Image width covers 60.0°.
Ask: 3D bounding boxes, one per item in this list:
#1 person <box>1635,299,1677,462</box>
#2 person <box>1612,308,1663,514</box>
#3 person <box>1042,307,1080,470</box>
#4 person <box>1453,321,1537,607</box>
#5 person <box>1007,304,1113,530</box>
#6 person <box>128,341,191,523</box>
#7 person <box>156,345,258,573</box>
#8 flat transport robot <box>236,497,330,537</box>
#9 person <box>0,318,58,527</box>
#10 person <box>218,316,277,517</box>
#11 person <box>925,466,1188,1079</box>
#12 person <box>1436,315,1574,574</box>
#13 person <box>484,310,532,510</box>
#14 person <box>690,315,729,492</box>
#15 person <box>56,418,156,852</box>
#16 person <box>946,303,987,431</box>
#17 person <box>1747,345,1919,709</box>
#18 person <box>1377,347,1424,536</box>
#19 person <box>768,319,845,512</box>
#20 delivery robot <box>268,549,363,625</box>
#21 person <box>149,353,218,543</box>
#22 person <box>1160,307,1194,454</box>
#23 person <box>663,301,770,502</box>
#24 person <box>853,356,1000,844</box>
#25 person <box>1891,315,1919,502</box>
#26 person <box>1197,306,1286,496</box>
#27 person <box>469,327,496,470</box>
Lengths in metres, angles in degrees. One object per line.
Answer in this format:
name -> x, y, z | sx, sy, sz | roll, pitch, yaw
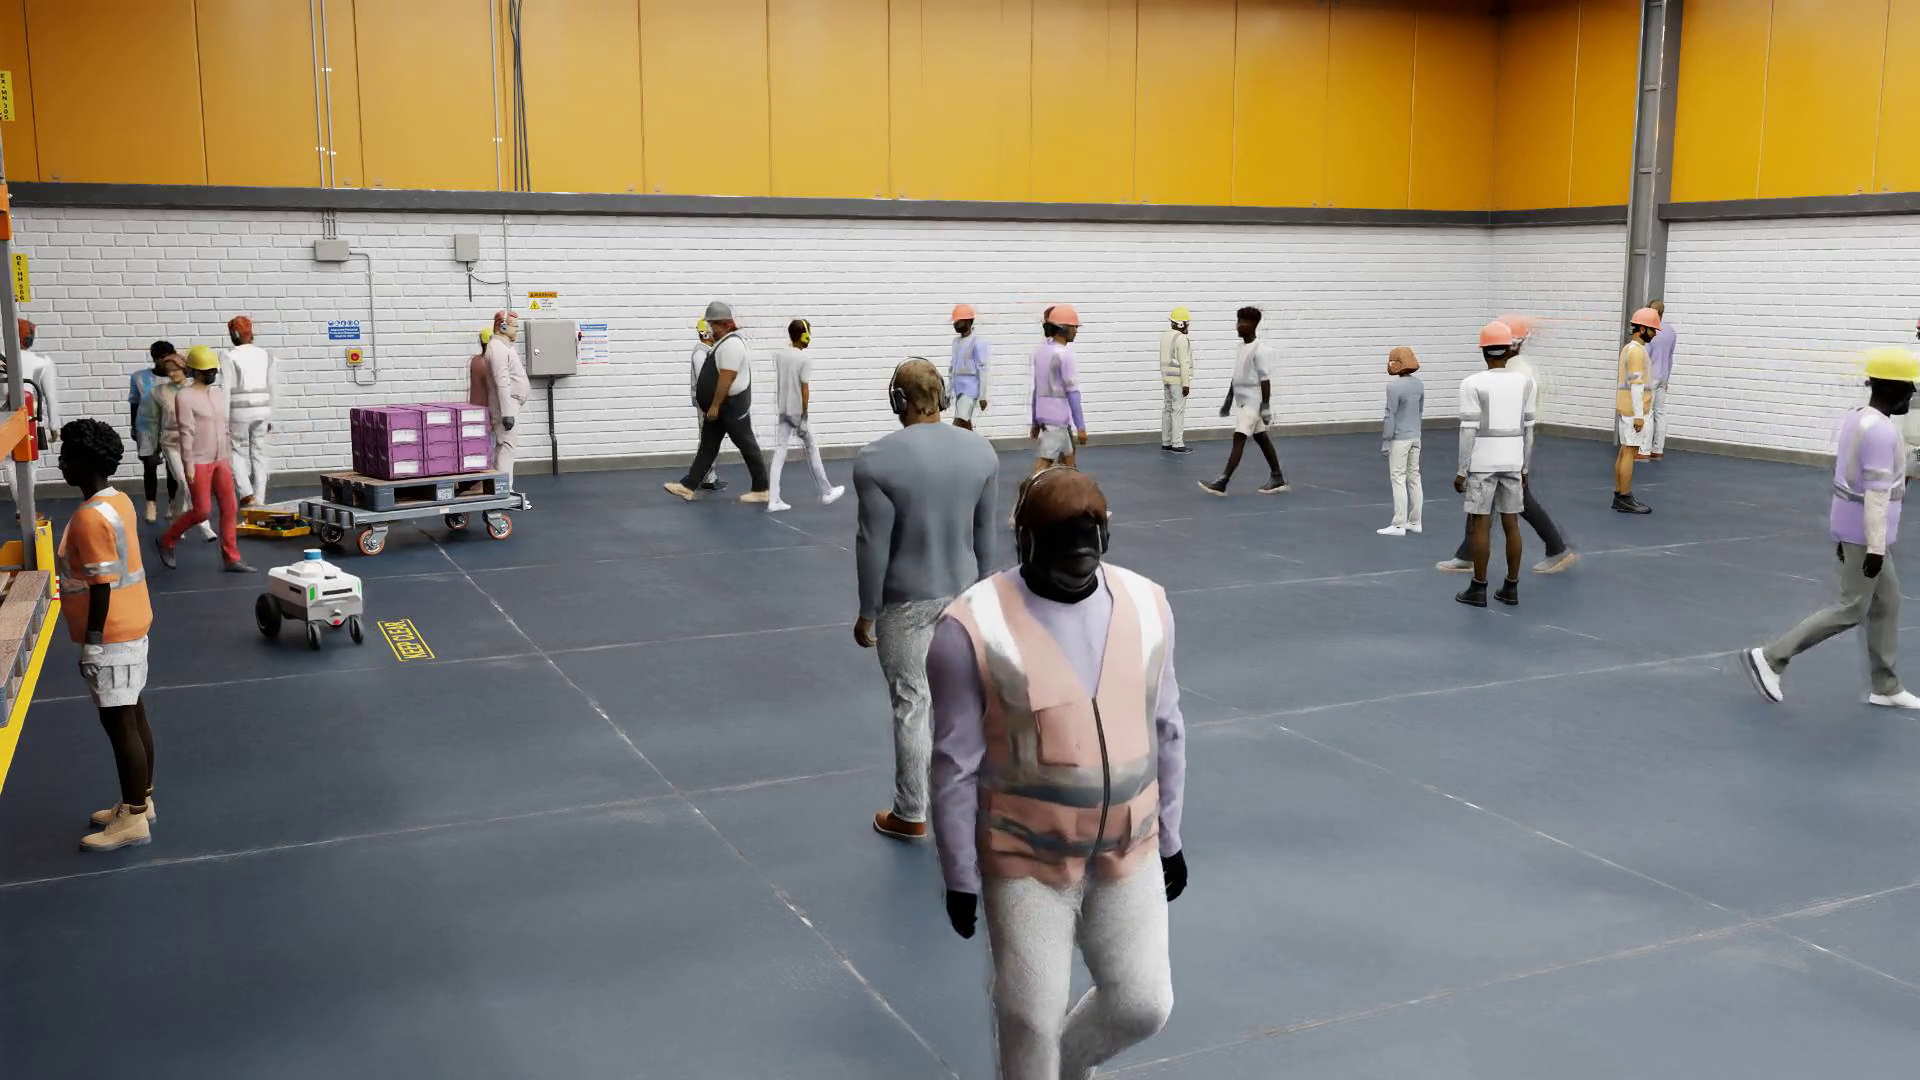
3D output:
person -> 8.249, -1.894, 19.851 | 0.636, 1.938, 0.358 | -6, 11, -32
person -> 6.379, -1.216, 15.674 | 0.367, 1.930, 0.542 | 2, 9, 13
person -> 1.058, -1.501, 17.547 | 0.406, 1.905, 0.608 | 2, 9, 14
person -> 3.604, -0.510, 11.276 | 0.547, 1.934, 0.376 | -2, 9, -10
person -> 0.860, -1.069, 14.599 | 1.072, 1.987, 0.635 | -3, 10, -20
person -> -7.213, -0.979, 15.049 | 0.555, 1.643, 0.652 | -4, 10, -23
person -> -5.678, -0.586, 12.370 | 0.601, 1.733, 0.567 | 2, 9, 15
flat transport robot -> -5.685, -0.233, 14.703 | 0.652, 0.197, 1.431 | 4, 10, 24
person -> -8.400, -1.041, 14.835 | 0.653, 1.853, 0.670 | -4, 10, -26
person -> -6.556, -1.125, 15.316 | 0.435, 1.860, 0.615 | 7, 11, 35
person -> 0.236, 0.728, 3.926 | 0.648, 1.827, 0.464 | -4, 10, -22
person -> 4.136, -0.702, 12.417 | 0.973, 1.958, 0.623 | 0, 9, 1
person -> -4.314, -1.239, 15.898 | 0.410, 1.905, 0.641 | -3, 10, -16
person -> -2.581, -1.417, 17.221 | 0.404, 1.833, 0.590 | 0, 9, -2
person -> -3.370, 0.367, 6.573 | 0.318, 1.697, 0.535 | -3, 10, -18
person -> 0.028, -1.611, 18.145 | 0.500, 1.916, 0.557 | -5, 10, -28
person -> 4.614, -0.057, 8.597 | 0.850, 1.901, 0.597 | 3, 10, 20
person -> 3.821, -0.852, 14.369 | 0.497, 1.626, 0.287 | -8, 12, -42
person -> -1.518, -1.199, 15.946 | 0.504, 1.815, 0.982 | 7, 11, 36
delivery robot -> -3.971, 0.299, 10.234 | 0.477, 0.478, 0.707 | -8, 12, -42
person -> -6.483, -0.762, 13.902 | 0.479, 1.579, 0.795 | -7, 11, -35
person -> 2.715, -1.986, 20.752 | 0.404, 1.829, 0.600 | -3, 10, -20
person -> -2.360, -1.368, 16.272 | 1.055, 2.000, 0.690 | -4, 10, -21
person -> -0.140, 0.243, 6.617 | 0.628, 1.933, 0.377 | -5, 10, -29
person -> 7.669, -0.864, 13.287 | 0.642, 1.999, 0.936 | 1, 9, 4
person -> 2.913, -1.401, 16.874 | 1.021, 1.919, 0.602 | -2, 9, -9
person -> -4.775, -1.241, 16.444 | 0.617, 1.722, 0.570 | -7, 12, -37
